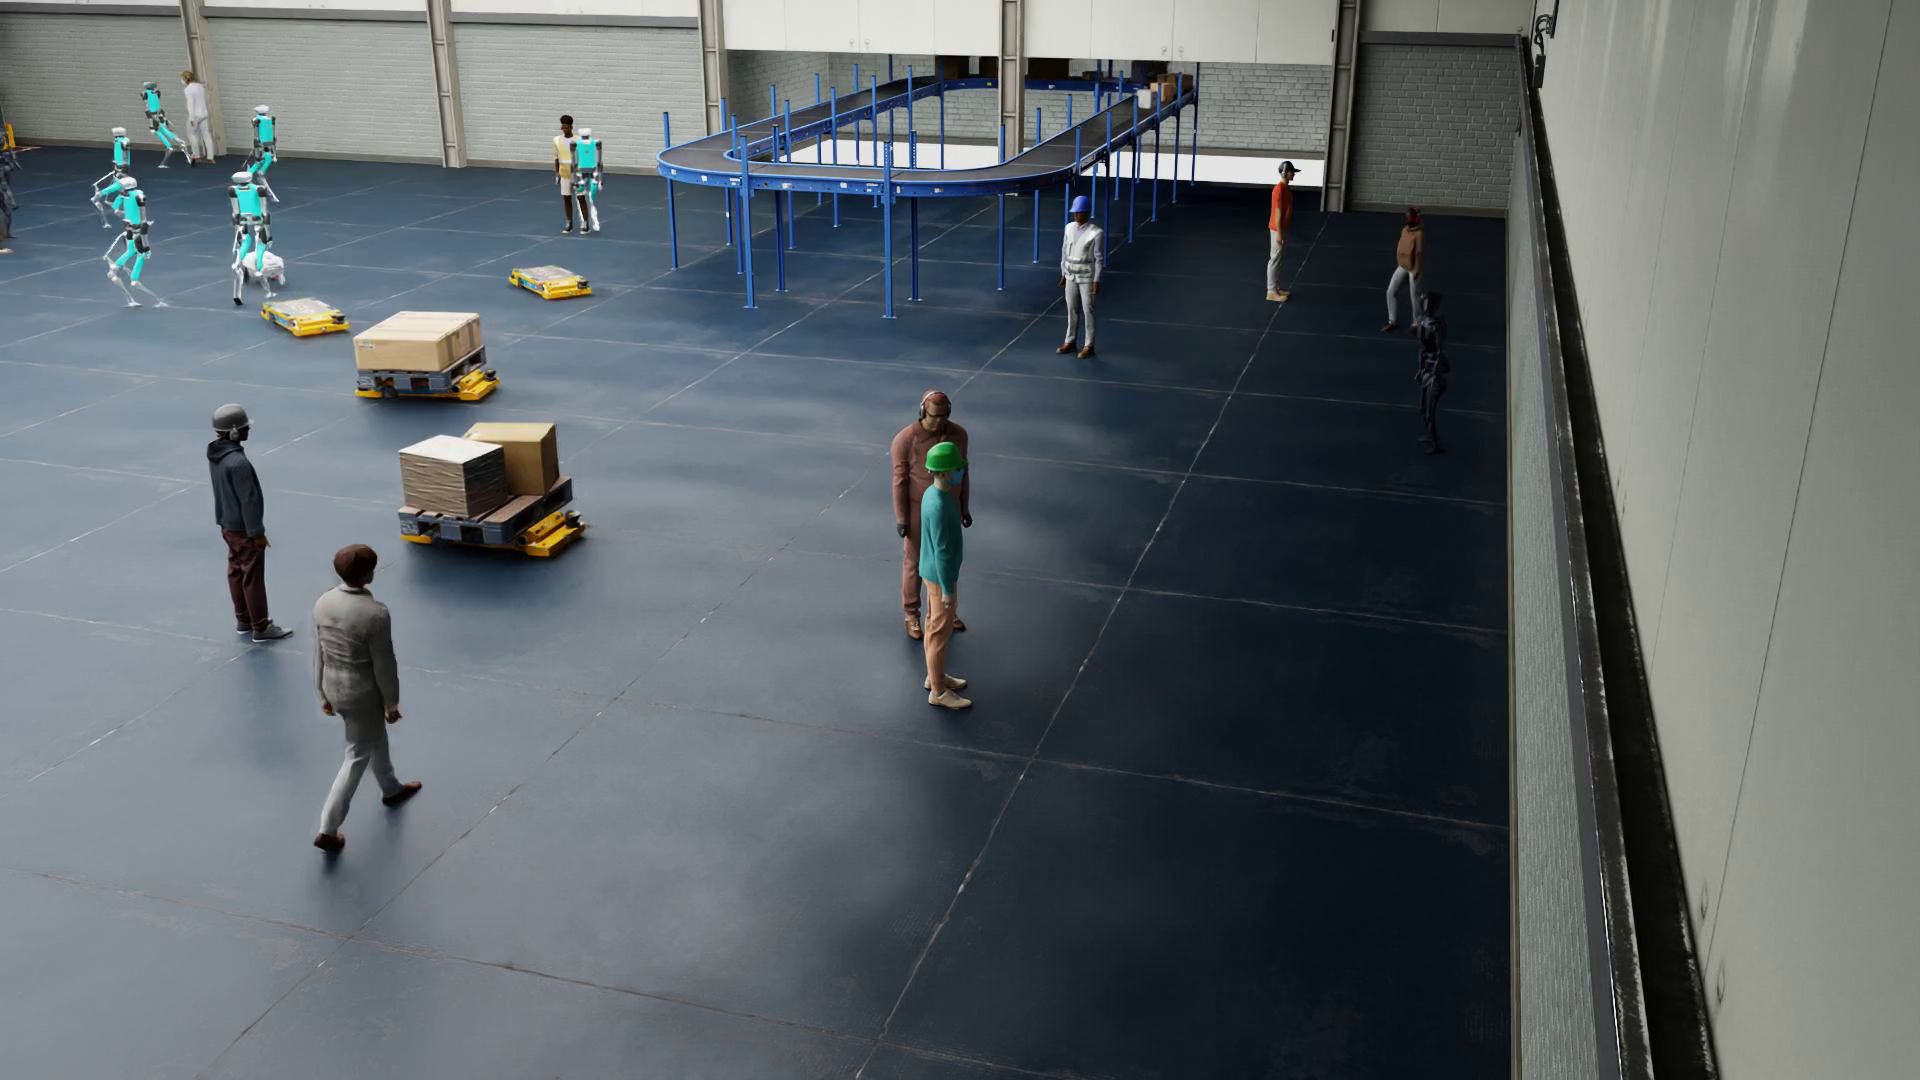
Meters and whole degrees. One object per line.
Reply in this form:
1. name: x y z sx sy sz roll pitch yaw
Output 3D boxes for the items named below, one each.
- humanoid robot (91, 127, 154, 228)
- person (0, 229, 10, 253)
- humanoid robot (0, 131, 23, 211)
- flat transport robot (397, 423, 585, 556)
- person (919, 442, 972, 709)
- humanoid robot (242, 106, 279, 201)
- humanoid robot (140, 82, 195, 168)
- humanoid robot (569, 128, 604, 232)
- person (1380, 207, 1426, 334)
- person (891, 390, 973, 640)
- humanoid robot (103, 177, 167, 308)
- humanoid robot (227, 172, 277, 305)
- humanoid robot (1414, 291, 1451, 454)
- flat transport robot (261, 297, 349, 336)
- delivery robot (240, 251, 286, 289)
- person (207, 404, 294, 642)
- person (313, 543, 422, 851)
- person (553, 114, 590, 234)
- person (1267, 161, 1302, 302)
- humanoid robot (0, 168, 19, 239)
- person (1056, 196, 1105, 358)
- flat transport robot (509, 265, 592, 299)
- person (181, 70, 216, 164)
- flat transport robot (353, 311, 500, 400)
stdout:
1. humanoid robot: -14.039 -5.917 27.509 1.025 1.747 0.573 -15 26 -34
2. person: -15.459 -5.426 25.964 1.026 1.913 0.610 5 22 13
3. humanoid robot: -17.086 -6.723 29.720 0.761 1.628 0.587 8 22 19
4. flat transport robot: -4.067 -0.111 14.466 1.431 0.231 0.659 6 22 15
5. person: -0.107 0.232 11.346 0.350 1.874 0.512 -2 21 -4
6. humanoid robot: -12.855 -7.014 30.384 0.797 1.804 0.530 7 22 17
7. humanoid robot: -16.251 -8.524 34.263 0.964 1.771 0.556 3 21 8
8. humanoid robot: -6.205 -5.978 27.603 0.530 1.739 0.795 -8 22 -19
9. person: 5.667 -3.405 21.100 0.640 1.629 0.492 -10 23 -25
10. person: -0.191 -0.200 12.431 0.638 1.901 0.410 -11 24 -27
11. humanoid robot: -11.212 -3.950 22.409 0.558 1.813 0.761 16 26 36
12. humanoid robot: -9.832 -4.092 22.793 0.555 1.786 0.943 2 21 6
13. humanoid robot: 4.717 -1.670 16.573 0.417 1.638 0.612 0 21 -1
14. flat transport robot: -8.592 -2.928 21.772 0.659 0.231 1.431 -17 27 -36
15. delivery robot: -10.067 -3.951 24.016 0.769 0.587 0.499 20 28 41
16. person: -5.327 -0.131 12.370 0.370 1.812 0.538 -20 28 -41
17. person: -3.561 0.913 9.721 0.520 1.784 0.928 10 23 24
18. person: -6.428 -6.049 27.531 0.600 1.956 0.376 5 22 12
19. person: 4.472 -4.268 22.967 0.408 1.910 0.481 8 22 19
20. humanoid robot: -15.632 -5.649 26.880 0.604 1.644 0.460 9 23 22
21. person: 1.464 -3.182 20.099 0.601 1.948 0.384 18 28 39
22. flat transport robot: -5.855 -3.683 23.730 0.659 0.231 1.431 -14 25 -33
23. person: -16.042 -8.870 34.897 0.603 1.914 0.712 4 21 10
24. flat transport robot: -6.009 -1.764 18.753 1.431 0.231 0.659 2 21 5
